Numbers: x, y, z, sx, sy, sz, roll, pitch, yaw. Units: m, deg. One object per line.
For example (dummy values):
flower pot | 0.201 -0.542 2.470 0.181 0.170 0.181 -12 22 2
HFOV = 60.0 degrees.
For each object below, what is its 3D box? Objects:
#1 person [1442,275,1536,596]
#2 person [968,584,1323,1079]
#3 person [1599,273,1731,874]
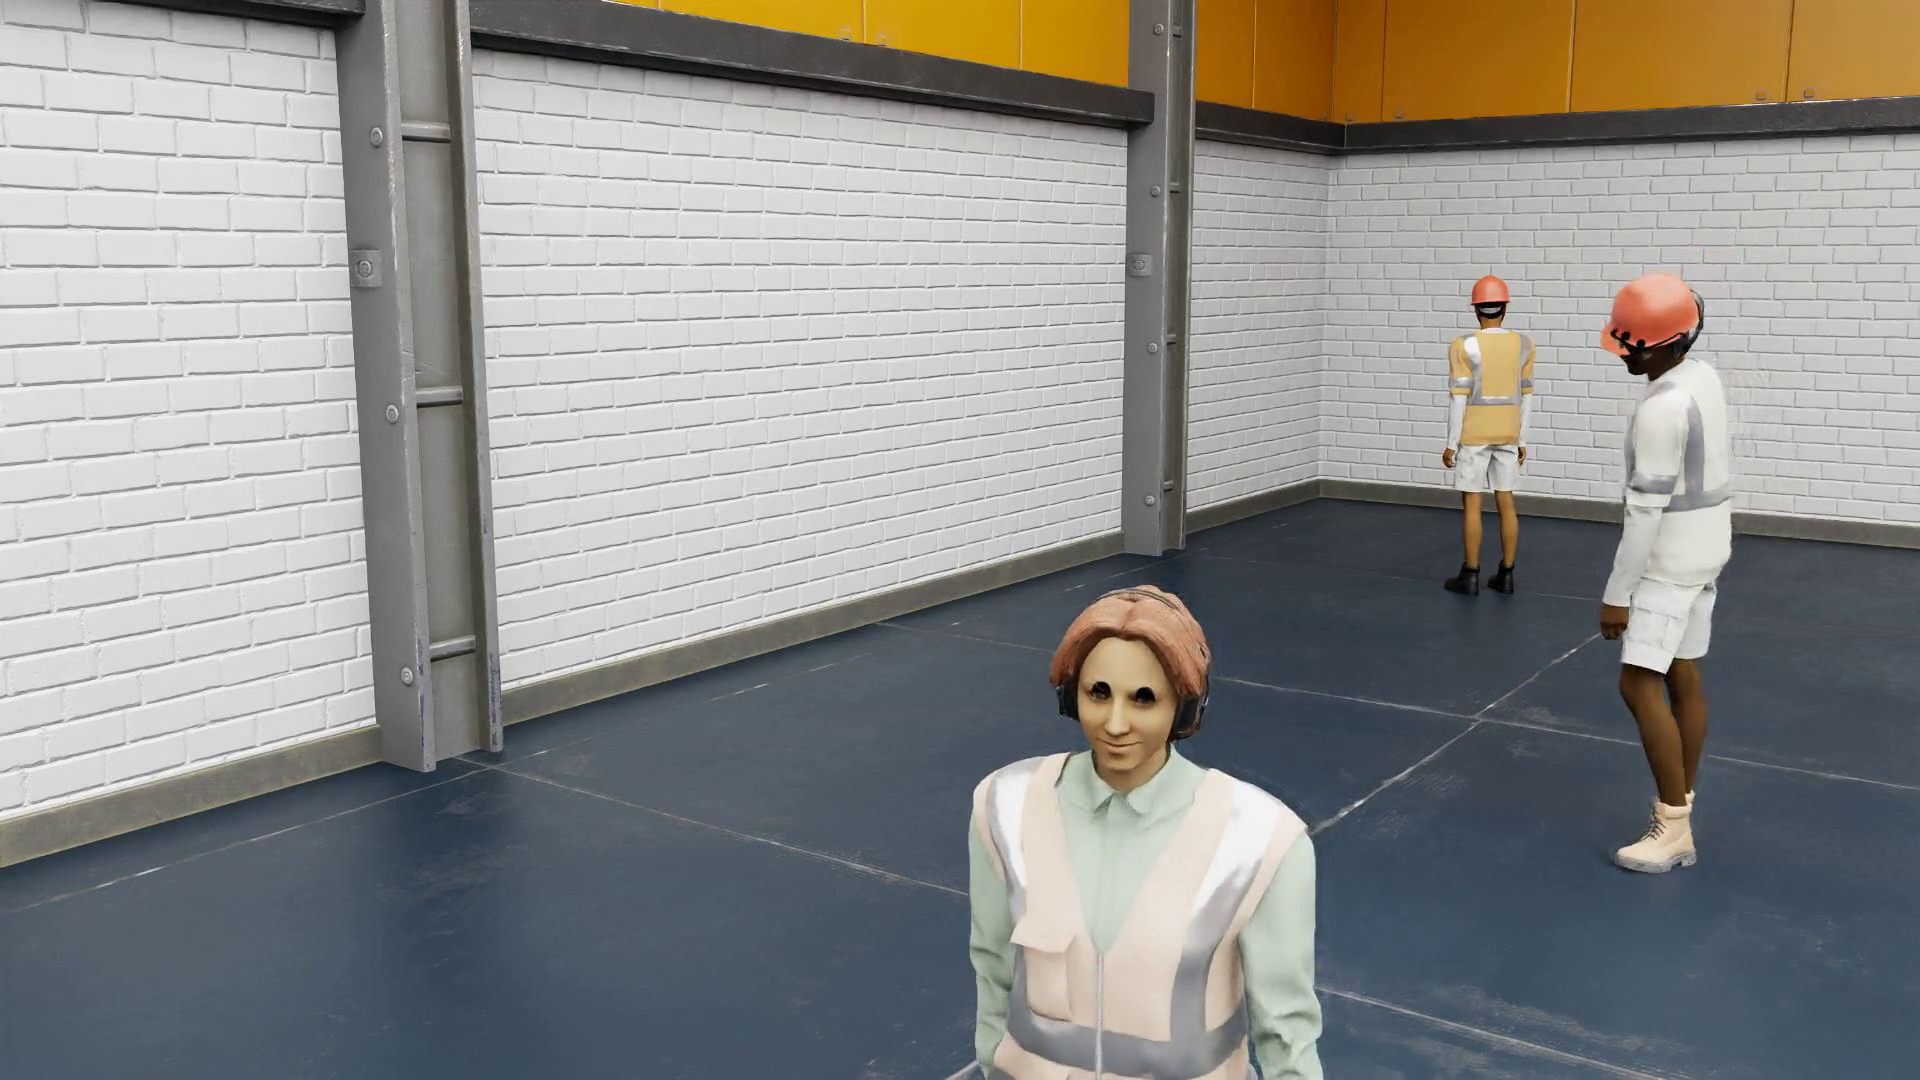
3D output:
person | 3.182 -0.626 10.085 0.547 1.934 0.376 -2 10 -10
person | 0.273 0.836 2.374 0.517 1.605 0.807 4 10 22
person | 2.400 0.097 5.657 0.387 1.989 0.723 8 12 39
